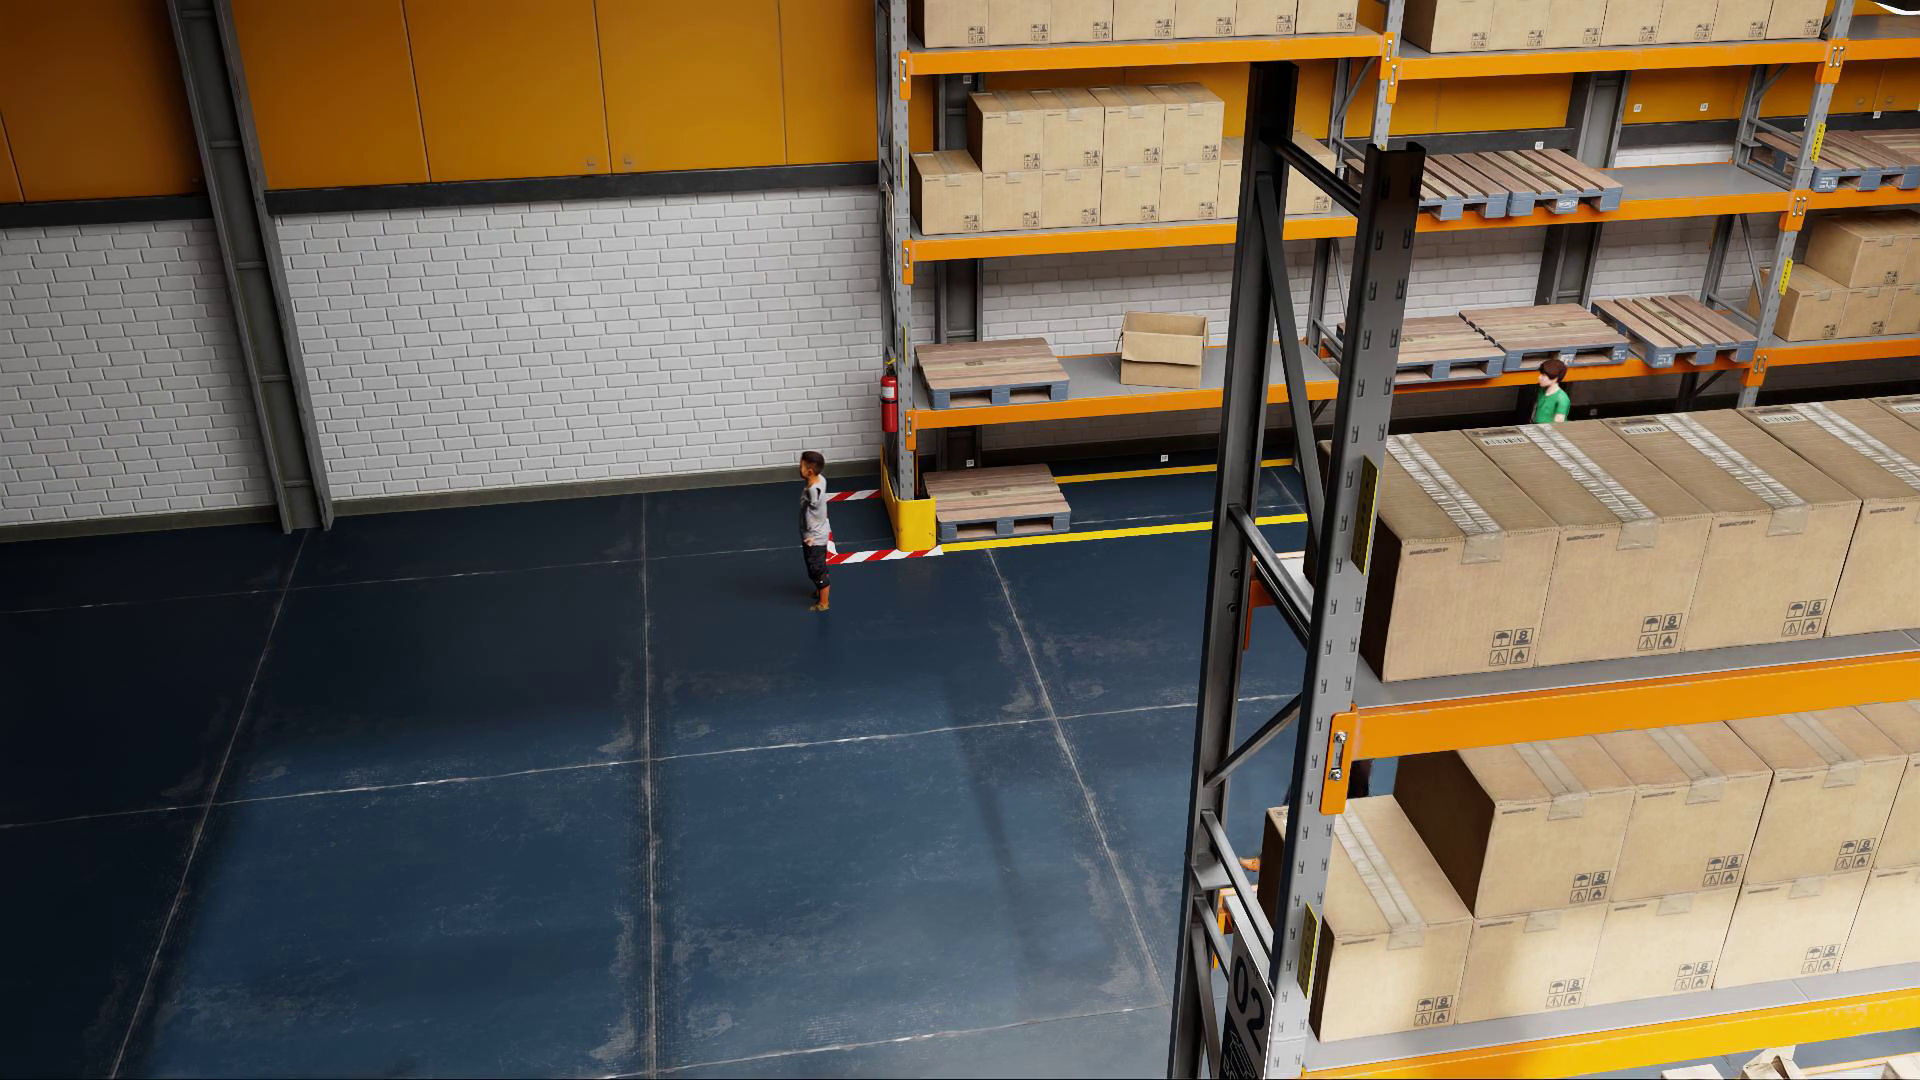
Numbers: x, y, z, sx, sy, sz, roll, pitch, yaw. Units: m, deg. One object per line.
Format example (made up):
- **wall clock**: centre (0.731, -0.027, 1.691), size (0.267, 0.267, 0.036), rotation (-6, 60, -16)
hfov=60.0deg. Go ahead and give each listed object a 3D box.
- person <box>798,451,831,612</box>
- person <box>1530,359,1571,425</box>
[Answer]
- **person**: centre (-1.187, -0.118, 13.563), size (0.517, 1.455, 0.604), rotation (-2, 29, -3)
- **person**: centre (5.209, -0.819, 14.658), size (0.825, 1.636, 0.618), rotation (-7, 29, -12)
